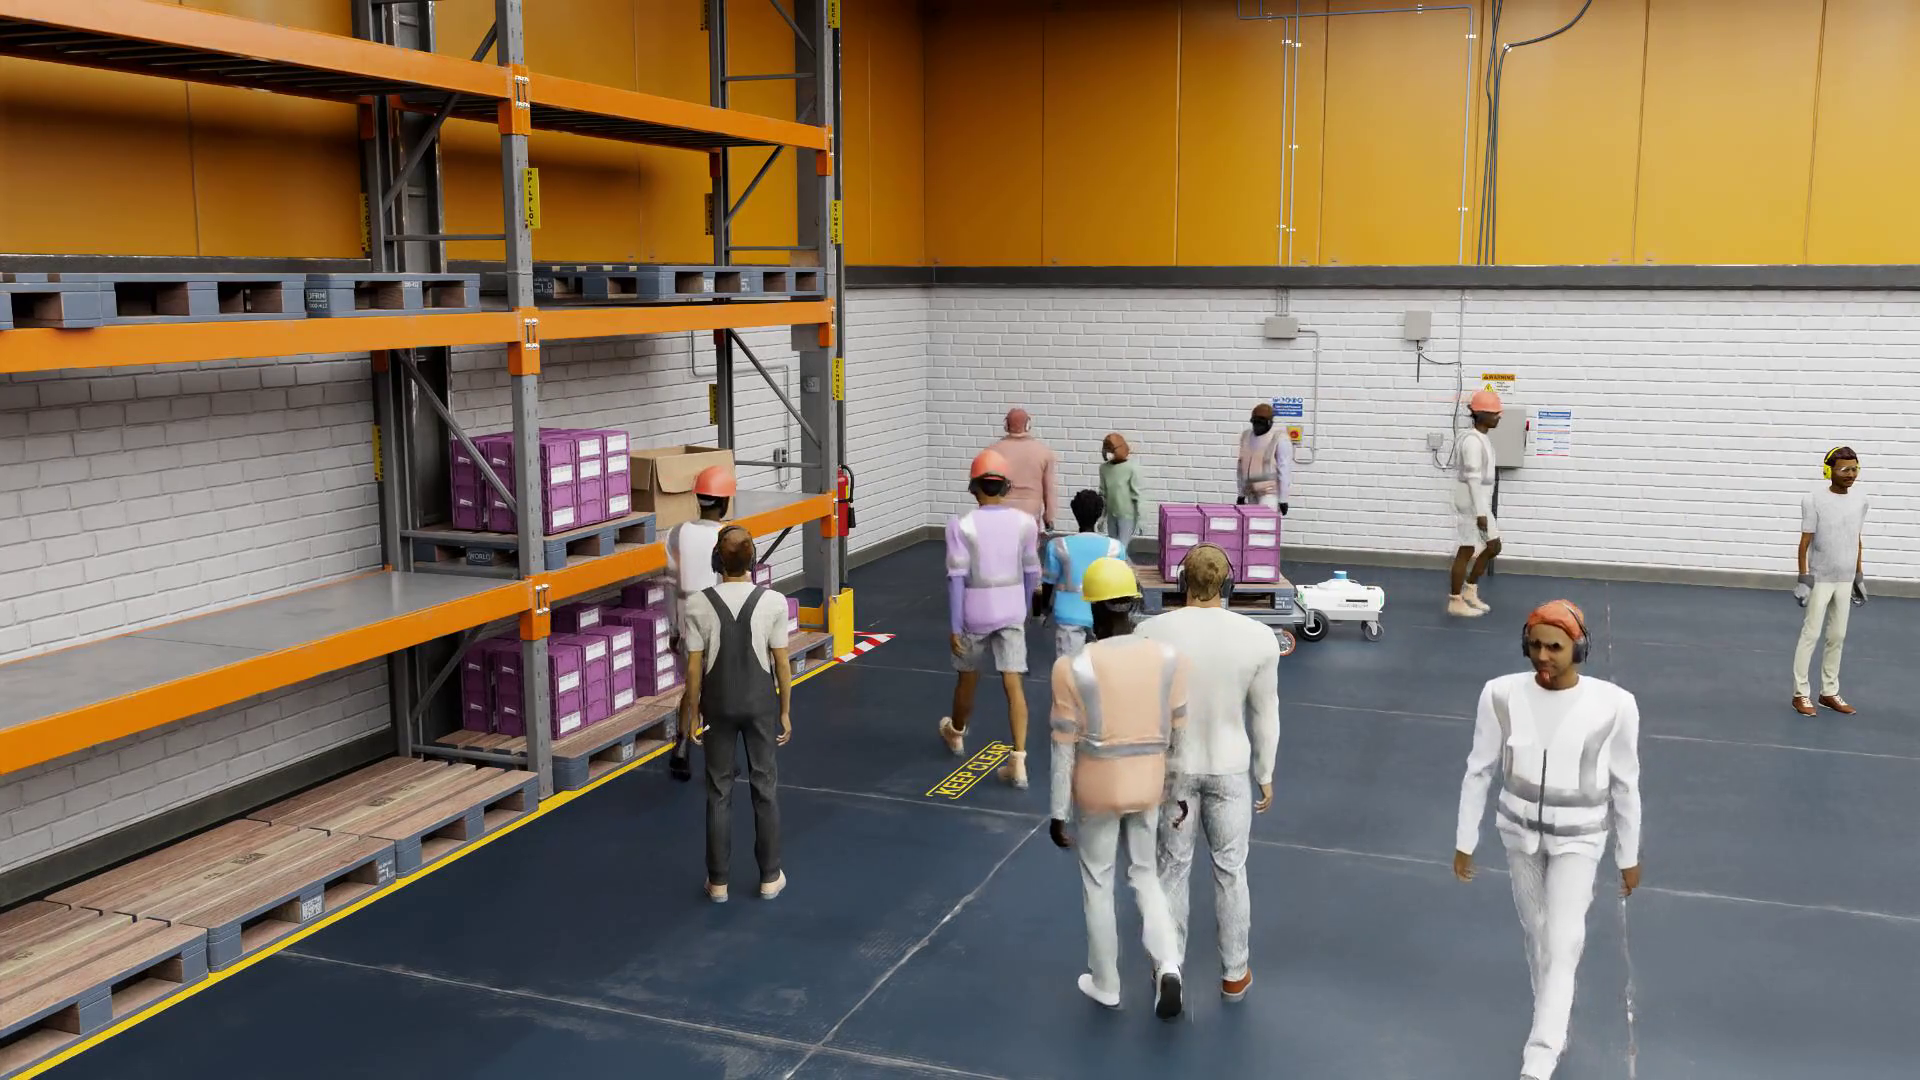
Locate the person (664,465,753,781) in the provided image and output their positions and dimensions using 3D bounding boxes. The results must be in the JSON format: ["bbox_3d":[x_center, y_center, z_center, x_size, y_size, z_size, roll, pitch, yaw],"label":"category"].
[{"bbox_3d":[-1.479,0.521,9.800,0.571,1.925,0.547,3,9,16],"label":"person"}]

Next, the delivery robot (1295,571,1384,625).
[{"bbox_3d":[3.174,0.504,13.911,0.707,0.478,0.477,1,9,6],"label":"delivery robot"}]

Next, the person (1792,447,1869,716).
[{"bbox_3d":[6.023,0.282,11.478,0.531,1.870,0.318,-2,9,-11],"label":"person"}]

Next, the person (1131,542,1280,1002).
[{"bbox_3d":[1.006,0.969,6.948,0.632,1.938,0.359,1,9,8],"label":"person"}]

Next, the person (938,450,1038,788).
[{"bbox_3d":[0.175,0.443,10.127,0.611,1.971,1.100,-3,10,-19],"label":"person"}]

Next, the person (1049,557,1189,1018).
[{"bbox_3d":[0.670,1.025,6.720,0.614,1.904,0.607,-3,9,-18],"label":"person"}]

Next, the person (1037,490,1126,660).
[{"bbox_3d":[0.782,0.496,10.770,0.547,1.654,0.840,-1,9,-6],"label":"person"}]

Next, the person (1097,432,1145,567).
[{"bbox_3d":[1.456,-0.177,15.128,0.369,1.613,0.540,-7,12,-39],"label":"person"}]

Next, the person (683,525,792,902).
[{"bbox_3d":[-1.069,0.839,8.060,0.509,1.846,0.342,-1,9,-7],"label":"person"}]

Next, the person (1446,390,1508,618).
[{"bbox_3d":[4.560,-0.307,14.661,0.516,2.027,0.606,5,10,28],"label":"person"}]

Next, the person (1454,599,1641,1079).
[{"bbox_3d":[2.119,1.146,6.119,0.610,1.840,0.944,7,11,37],"label":"person"}]

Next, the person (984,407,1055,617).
[{"bbox_3d":[0.511,-0.216,14.581,0.644,1.887,0.517,-1,9,-8],"label":"person"}]

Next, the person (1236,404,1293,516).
[{"bbox_3d":[2.942,-0.432,16.215,0.669,1.802,0.639,-6,11,-31],"label":"person"}]
